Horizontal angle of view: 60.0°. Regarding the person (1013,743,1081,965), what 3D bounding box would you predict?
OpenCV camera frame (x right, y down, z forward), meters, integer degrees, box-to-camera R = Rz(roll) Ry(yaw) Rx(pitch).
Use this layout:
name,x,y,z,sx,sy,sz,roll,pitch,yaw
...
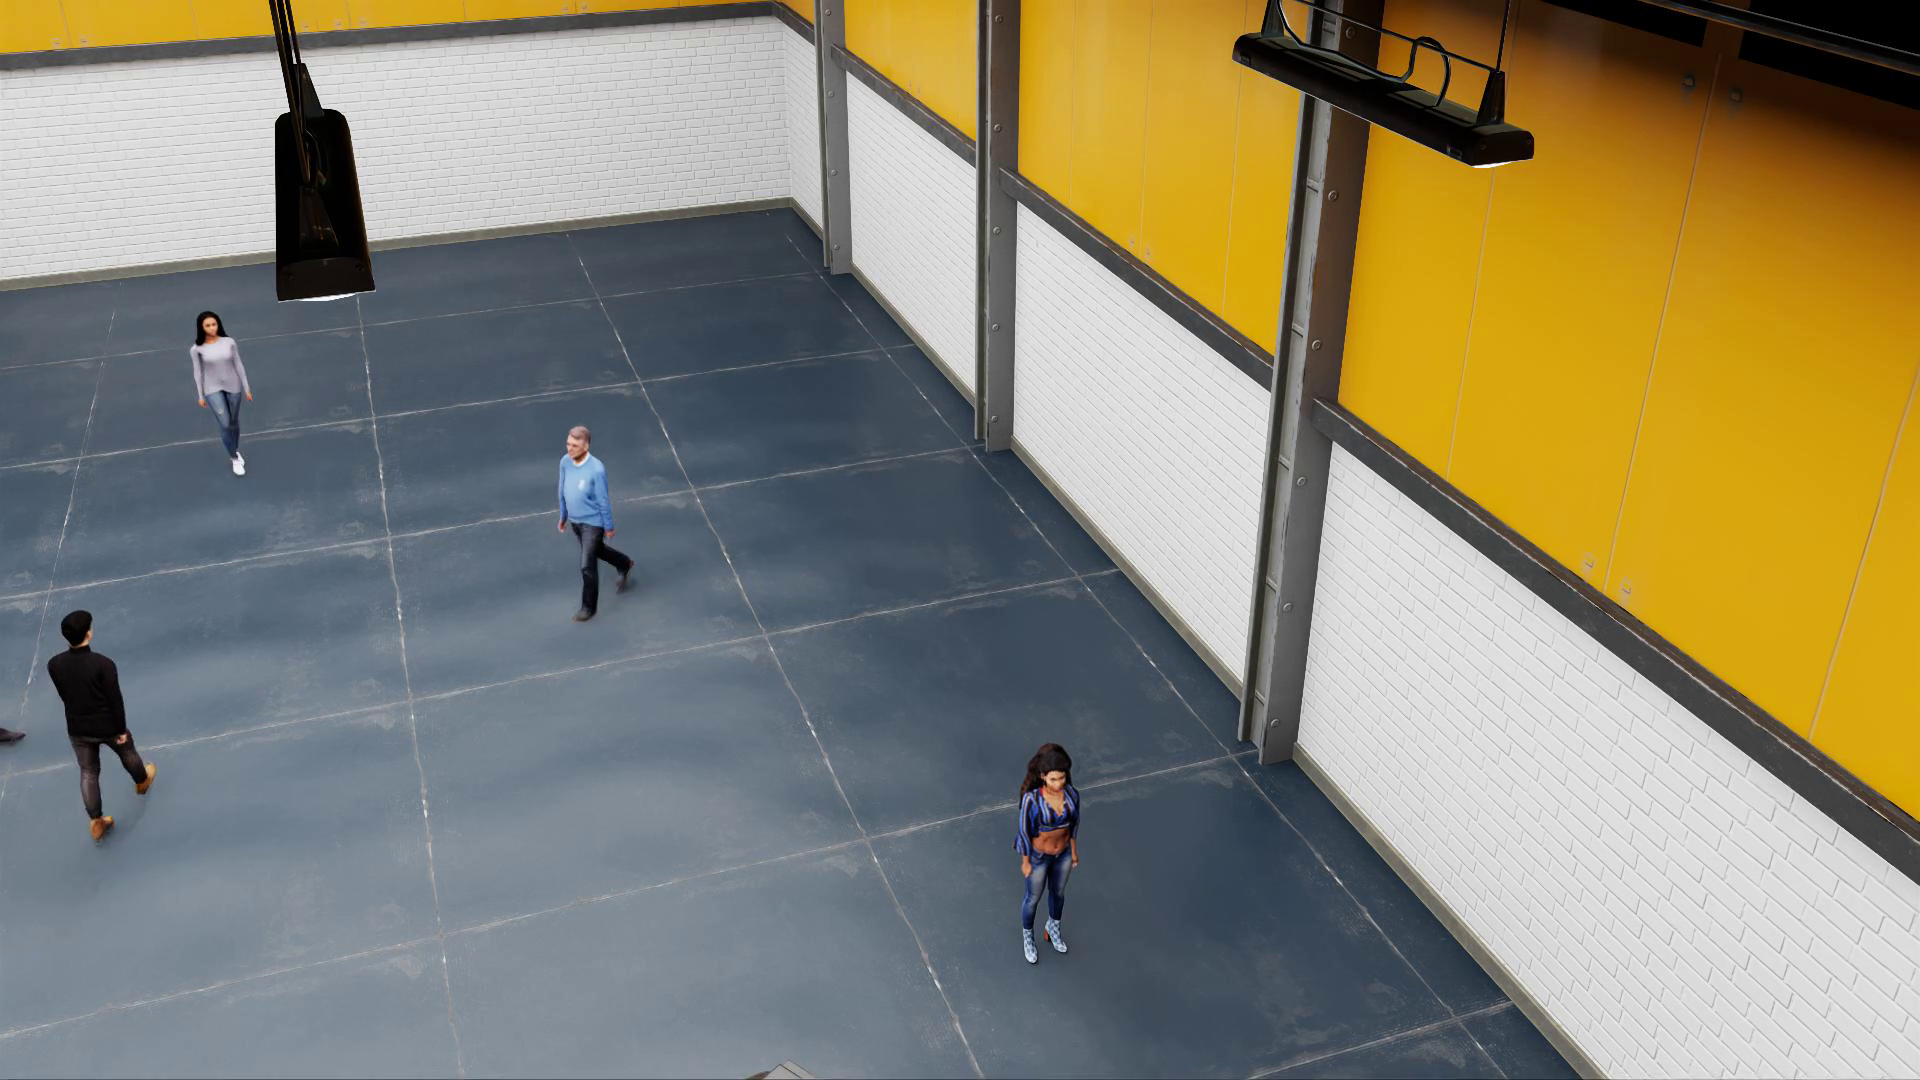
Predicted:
name,x,y,z,sx,sy,sz,roll,pitch,yaw
person,0.570,2.026,10.750,0.606,1.614,0.551,-12,31,-20

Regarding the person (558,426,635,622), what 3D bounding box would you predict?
name,x,y,z,sx,sy,sz,roll,pitch,yaw
person,-3.229,-0.221,14.685,1.141,1.790,1.098,19,34,31

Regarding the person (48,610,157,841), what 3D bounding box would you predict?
name,x,y,z,sx,sy,sz,roll,pitch,yaw
person,-6.234,1.352,11.911,0.826,1.685,1.137,-3,29,-6

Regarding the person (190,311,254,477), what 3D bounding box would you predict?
name,x,y,z,sx,sy,sz,roll,pitch,yaw
person,-7.663,-1.567,17.230,0.789,1.717,0.902,-22,35,-34
